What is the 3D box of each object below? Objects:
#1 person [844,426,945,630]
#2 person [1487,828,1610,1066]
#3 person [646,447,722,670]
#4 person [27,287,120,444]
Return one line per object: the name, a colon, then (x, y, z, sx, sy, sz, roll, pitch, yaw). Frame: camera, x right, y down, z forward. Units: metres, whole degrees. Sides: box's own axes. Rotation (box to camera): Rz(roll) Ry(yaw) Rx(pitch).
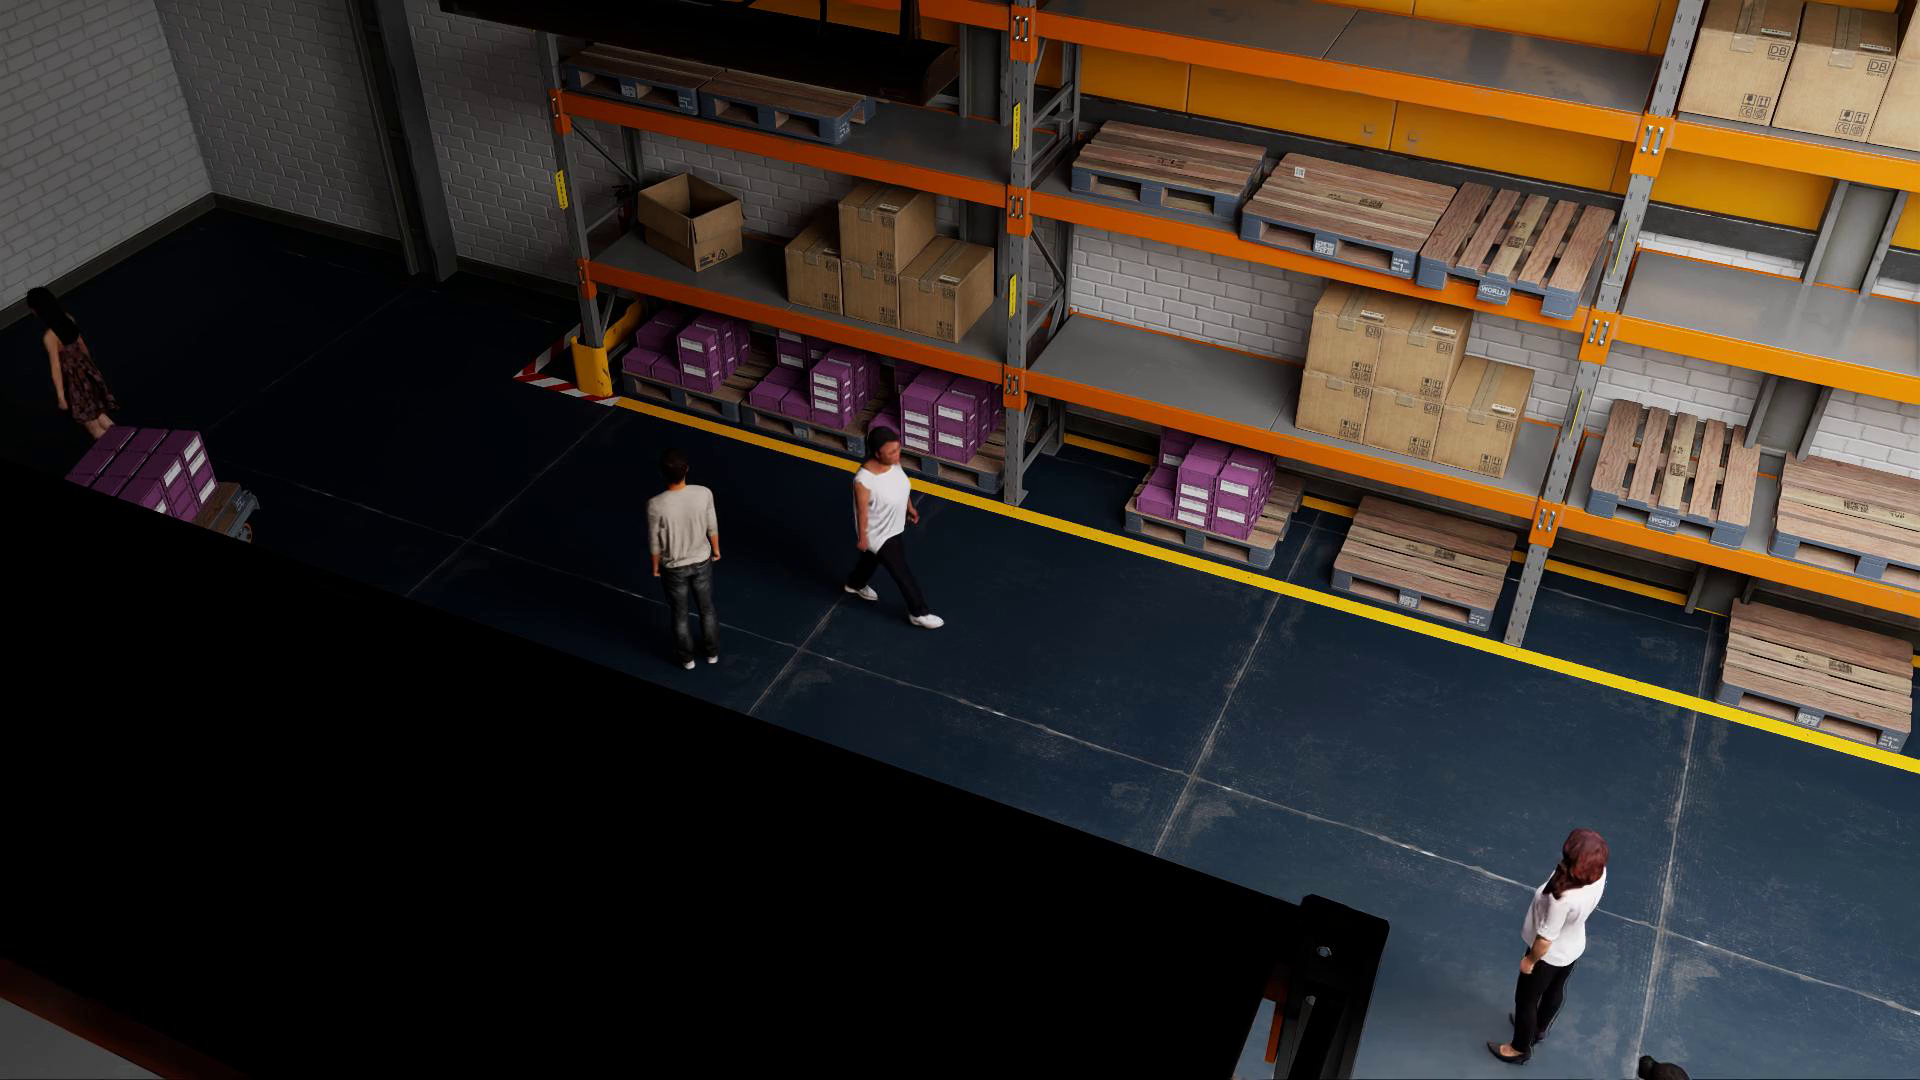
person: (-0.599, -0.130, 11.966, 1.085, 1.650, 0.691, 15, 41, 17)
person: (3.212, 2.198, 8.934, 0.679, 1.795, 0.643, -31, 48, -33)
person: (-1.884, 0.147, 11.492, 0.717, 1.808, 0.762, -15, 41, -18)
person: (-6.919, -1.228, 13.248, 0.841, 1.764, 0.785, -4, 39, -5)
